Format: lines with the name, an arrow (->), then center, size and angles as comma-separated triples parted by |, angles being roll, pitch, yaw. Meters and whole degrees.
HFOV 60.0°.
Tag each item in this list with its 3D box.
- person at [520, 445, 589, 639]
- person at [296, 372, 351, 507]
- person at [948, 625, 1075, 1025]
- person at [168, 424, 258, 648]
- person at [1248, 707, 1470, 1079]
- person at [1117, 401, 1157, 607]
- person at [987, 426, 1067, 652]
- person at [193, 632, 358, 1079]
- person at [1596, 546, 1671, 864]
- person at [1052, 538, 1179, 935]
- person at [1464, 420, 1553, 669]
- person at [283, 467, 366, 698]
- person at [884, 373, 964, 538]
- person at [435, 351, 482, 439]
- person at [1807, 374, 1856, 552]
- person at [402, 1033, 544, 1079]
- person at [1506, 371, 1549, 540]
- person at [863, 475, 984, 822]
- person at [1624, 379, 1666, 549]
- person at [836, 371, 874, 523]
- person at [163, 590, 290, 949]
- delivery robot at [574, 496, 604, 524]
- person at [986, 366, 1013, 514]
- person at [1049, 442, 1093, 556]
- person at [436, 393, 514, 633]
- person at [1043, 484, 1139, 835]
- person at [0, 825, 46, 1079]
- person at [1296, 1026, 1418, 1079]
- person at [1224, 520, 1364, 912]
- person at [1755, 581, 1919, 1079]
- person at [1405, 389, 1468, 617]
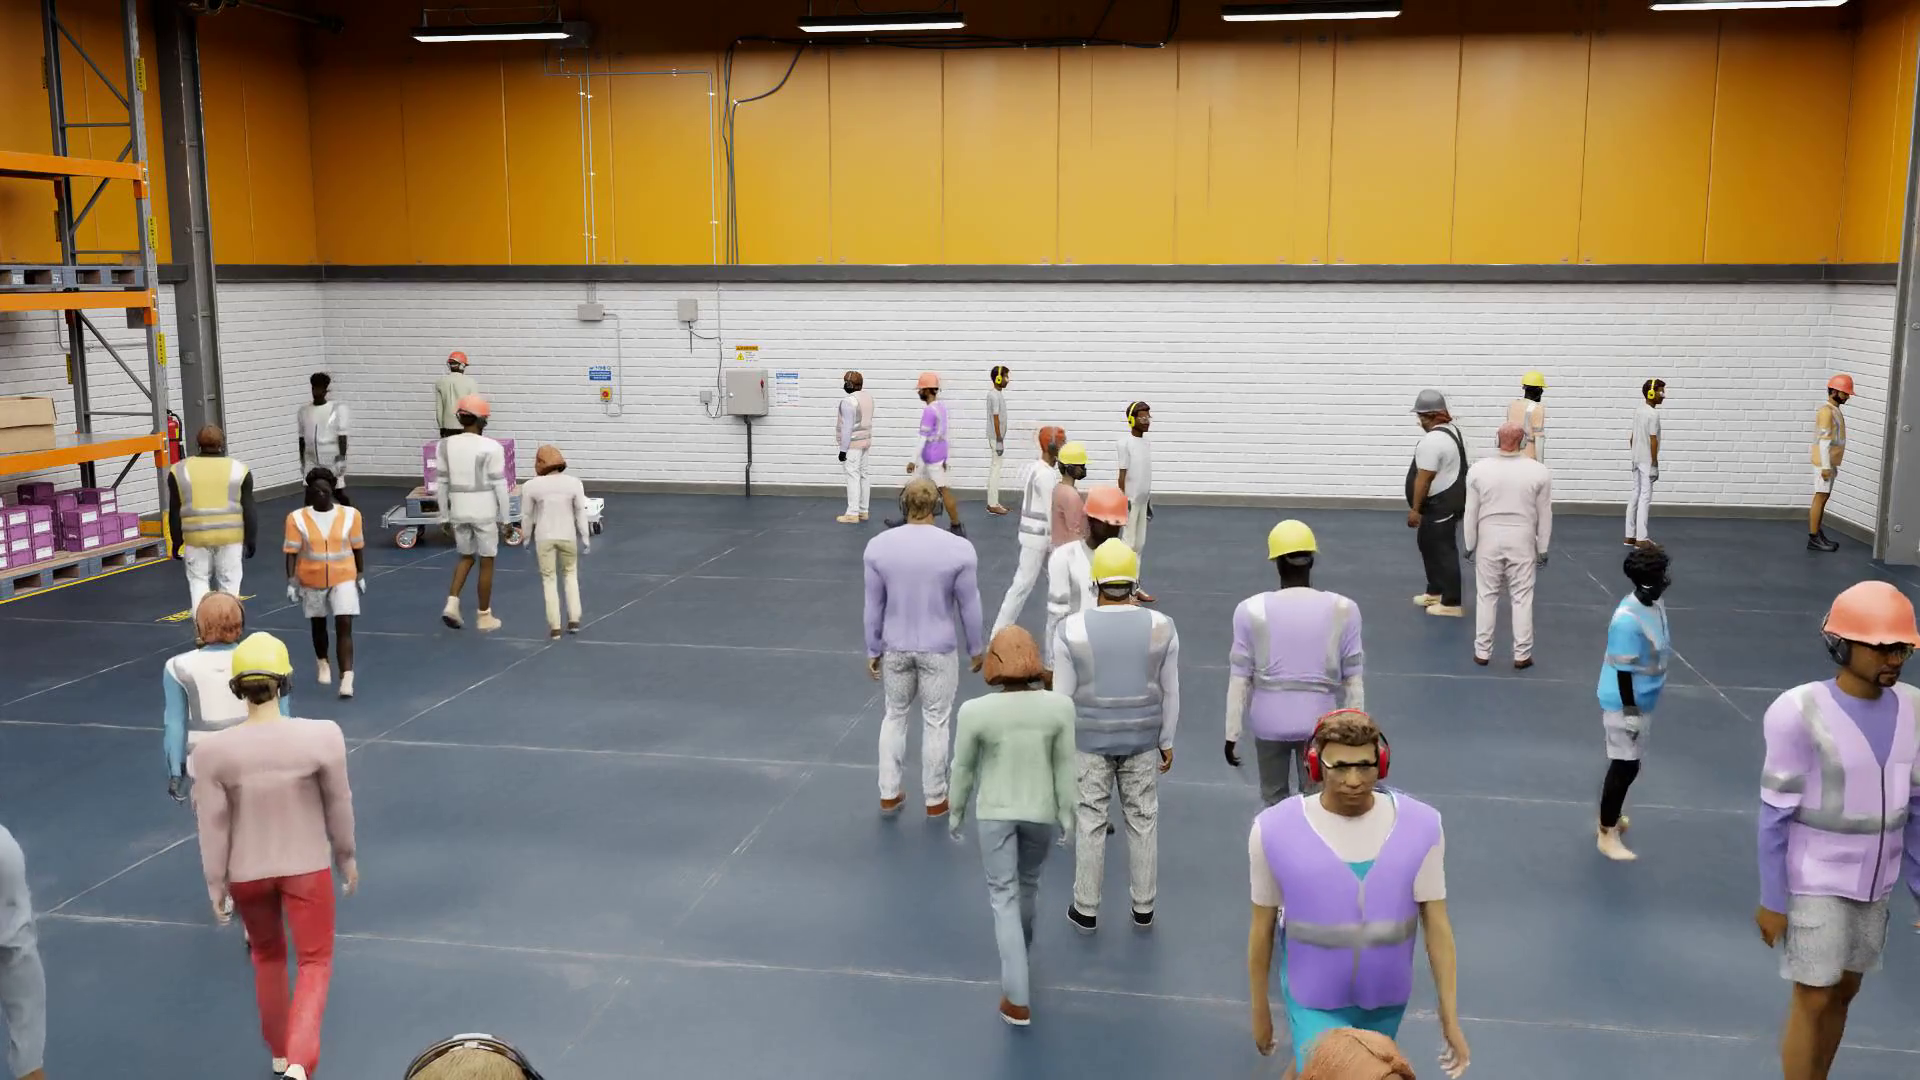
person -> -3.364, 0.013, 13.816 | 0.538, 1.609, 0.518 | -3, 10, -19
person -> -7.146, -0.939, 18.757 | 0.621, 1.936, 0.836 | 0, 9, 2
person -> 0.212, 1.144, 6.905 | 0.513, 1.598, 0.792 | -2, 9, -12
person -> -5.935, -0.005, 13.250 | 0.653, 1.829, 0.509 | -4, 10, -22
person -> 1.141, 1.357, 4.916 | 0.588, 1.802, 0.962 | -1, 9, -6
person -> 1.613, -0.332, 15.159 | 0.314, 1.869, 0.537 | 6, 11, 34
person -> 0.697, 0.020, 13.096 | 1.035, 1.819, 0.578 | 1, 9, 5
person -> -2.475, 1.206, 6.025 | 0.524, 1.739, 0.761 | -2, 9, -12
person -> 3.502, 0.826, 8.637 | 0.320, 1.658, 0.728 | 5, 11, 31
person -> 0.703, 0.899, 7.622 | 0.590, 1.837, 0.404 | -1, 9, -6
person -> 4.207, 0.032, 12.791 | 0.648, 1.905, 0.403 | 3, 10, 20
person -> -4.570, 0.290, 11.983 | 0.548, 1.646, 0.887 | -3, 10, -21
person -> -0.395, -0.946, 18.911 | 0.985, 1.883, 0.547 | 2, 9, 9
person -> -6.668, -1.524, 22.196 | 0.608, 1.985, 0.396 | 1, 9, 9
person -> 9.507, -0.845, 18.161 | 0.379, 1.927, 0.542 | 6, 11, 34
person -> -0.711, 1.667, 2.541 | 0.628, 1.940, 0.373 | -4, 10, -22
person -> 6.399, -0.944, 18.781 | 0.373, 1.923, 0.593 | -3, 10, -20
person -> -0.201, 0.606, 9.163 | 0.646, 1.935, 0.435 | 2, 9, 15
person -> 7.557, -0.838, 18.316 | 0.333, 1.866, 0.515 | -1, 9, -3
person -> -1.296, -1.132, 20.210 | 0.429, 1.844, 0.621 | 4, 10, 24
person -> -3.313, 1.029, 7.560 | 0.533, 1.601, 0.851 | -4, 10, -21
delivery robot -> -4.466, -0.361, 19.116 | 0.707, 0.478, 0.477 | 0, 9, -2
person -> 0.490, -1.256, 20.906 | 0.328, 1.868, 0.509 | 0, 9, -3
person -> 0.834, 0.141, 12.544 | 0.313, 1.767, 0.534 | -2, 9, -10
person -> -4.066, -0.213, 13.941 | 0.622, 2.025, 0.473 | 3, 10, 18
person -> 0.685, 0.617, 9.155 | 0.575, 1.908, 0.702 | -3, 10, -19
person -> -2.766, 1.396, 4.380 | 0.651, 1.882, 1.003 | -5, 10, -29
person -> 0.710, 1.703, 3.298 | 0.510, 1.614, 0.590 | -4, 10, -22
person -> 1.548, 0.869, 7.661 | 0.639, 1.892, 0.705 | 1, 9, 6
person -> 2.984, 1.138, 5.552 | 0.614, 2.045, 0.456 | -2, 9, -15
person -> 4.206, -0.345, 14.711 | 0.645, 2.000, 0.699 | 5, 11, 30
